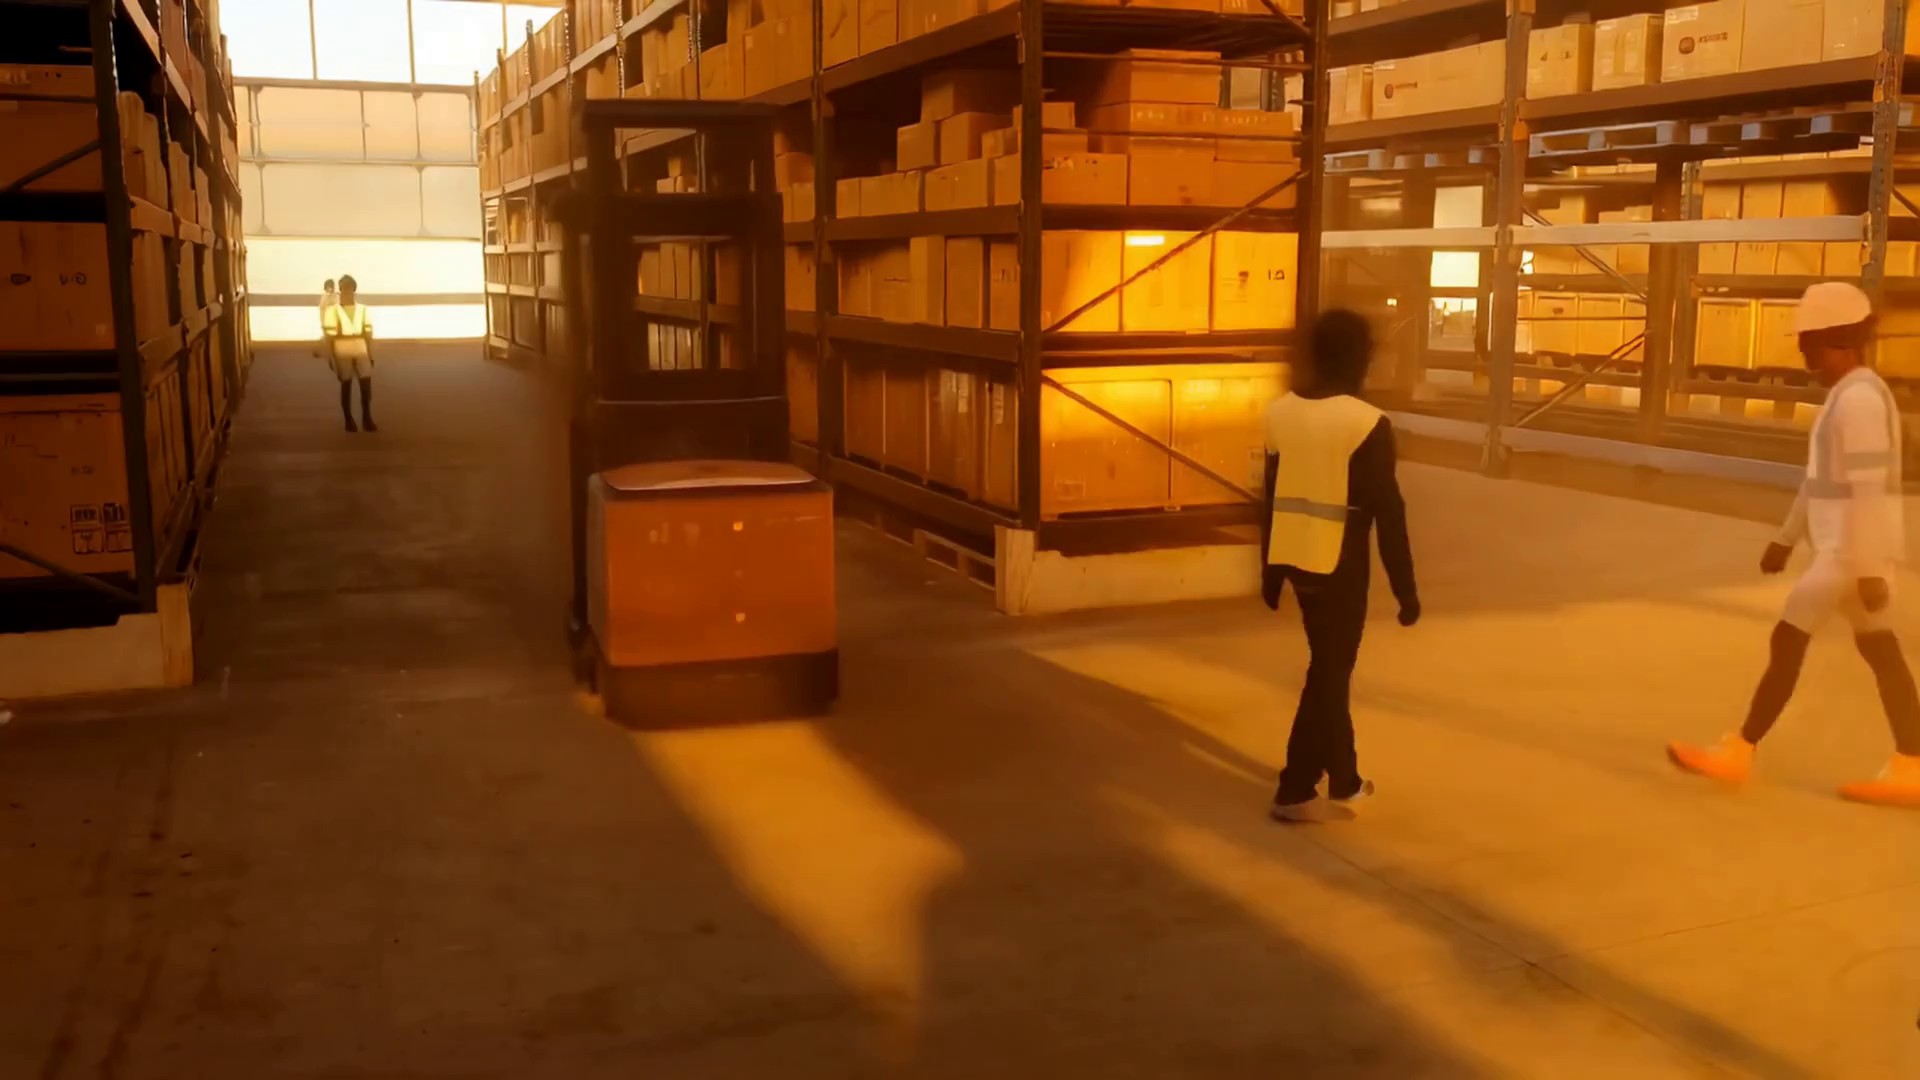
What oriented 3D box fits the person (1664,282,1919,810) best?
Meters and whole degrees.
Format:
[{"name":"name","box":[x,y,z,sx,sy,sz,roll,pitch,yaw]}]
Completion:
[{"name":"person","box":[3.305,0.020,6.402,1.034,1.988,0.625,6,11,31]}]

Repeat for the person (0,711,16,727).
[{"name":"person","box":[-4.593,0.104,7.093,0.871,1.578,0.524,-3,10,-19]}]

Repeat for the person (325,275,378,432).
[{"name":"person","box":[-7.367,-2.241,20.180,0.579,1.904,0.831,-7,12,-35]}]

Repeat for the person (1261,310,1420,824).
[{"name":"person","box":[1.412,0.107,6.149,0.571,1.902,0.628,-5,11,-29]}]

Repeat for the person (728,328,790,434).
[{"name":"person","box":[-1.406,-0.650,11.486,0.533,1.625,0.374,-4,10,-24]}]

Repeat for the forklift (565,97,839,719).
[{"name":"forklift","box":[-1.317,-0.705,8.083,1.129,2.768,1.873,-3,10,-18]}]

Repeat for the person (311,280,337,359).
[{"name":"person","box":[-13.673,-4.777,36.004,0.908,1.707,0.572,-6,11,-32]}]
